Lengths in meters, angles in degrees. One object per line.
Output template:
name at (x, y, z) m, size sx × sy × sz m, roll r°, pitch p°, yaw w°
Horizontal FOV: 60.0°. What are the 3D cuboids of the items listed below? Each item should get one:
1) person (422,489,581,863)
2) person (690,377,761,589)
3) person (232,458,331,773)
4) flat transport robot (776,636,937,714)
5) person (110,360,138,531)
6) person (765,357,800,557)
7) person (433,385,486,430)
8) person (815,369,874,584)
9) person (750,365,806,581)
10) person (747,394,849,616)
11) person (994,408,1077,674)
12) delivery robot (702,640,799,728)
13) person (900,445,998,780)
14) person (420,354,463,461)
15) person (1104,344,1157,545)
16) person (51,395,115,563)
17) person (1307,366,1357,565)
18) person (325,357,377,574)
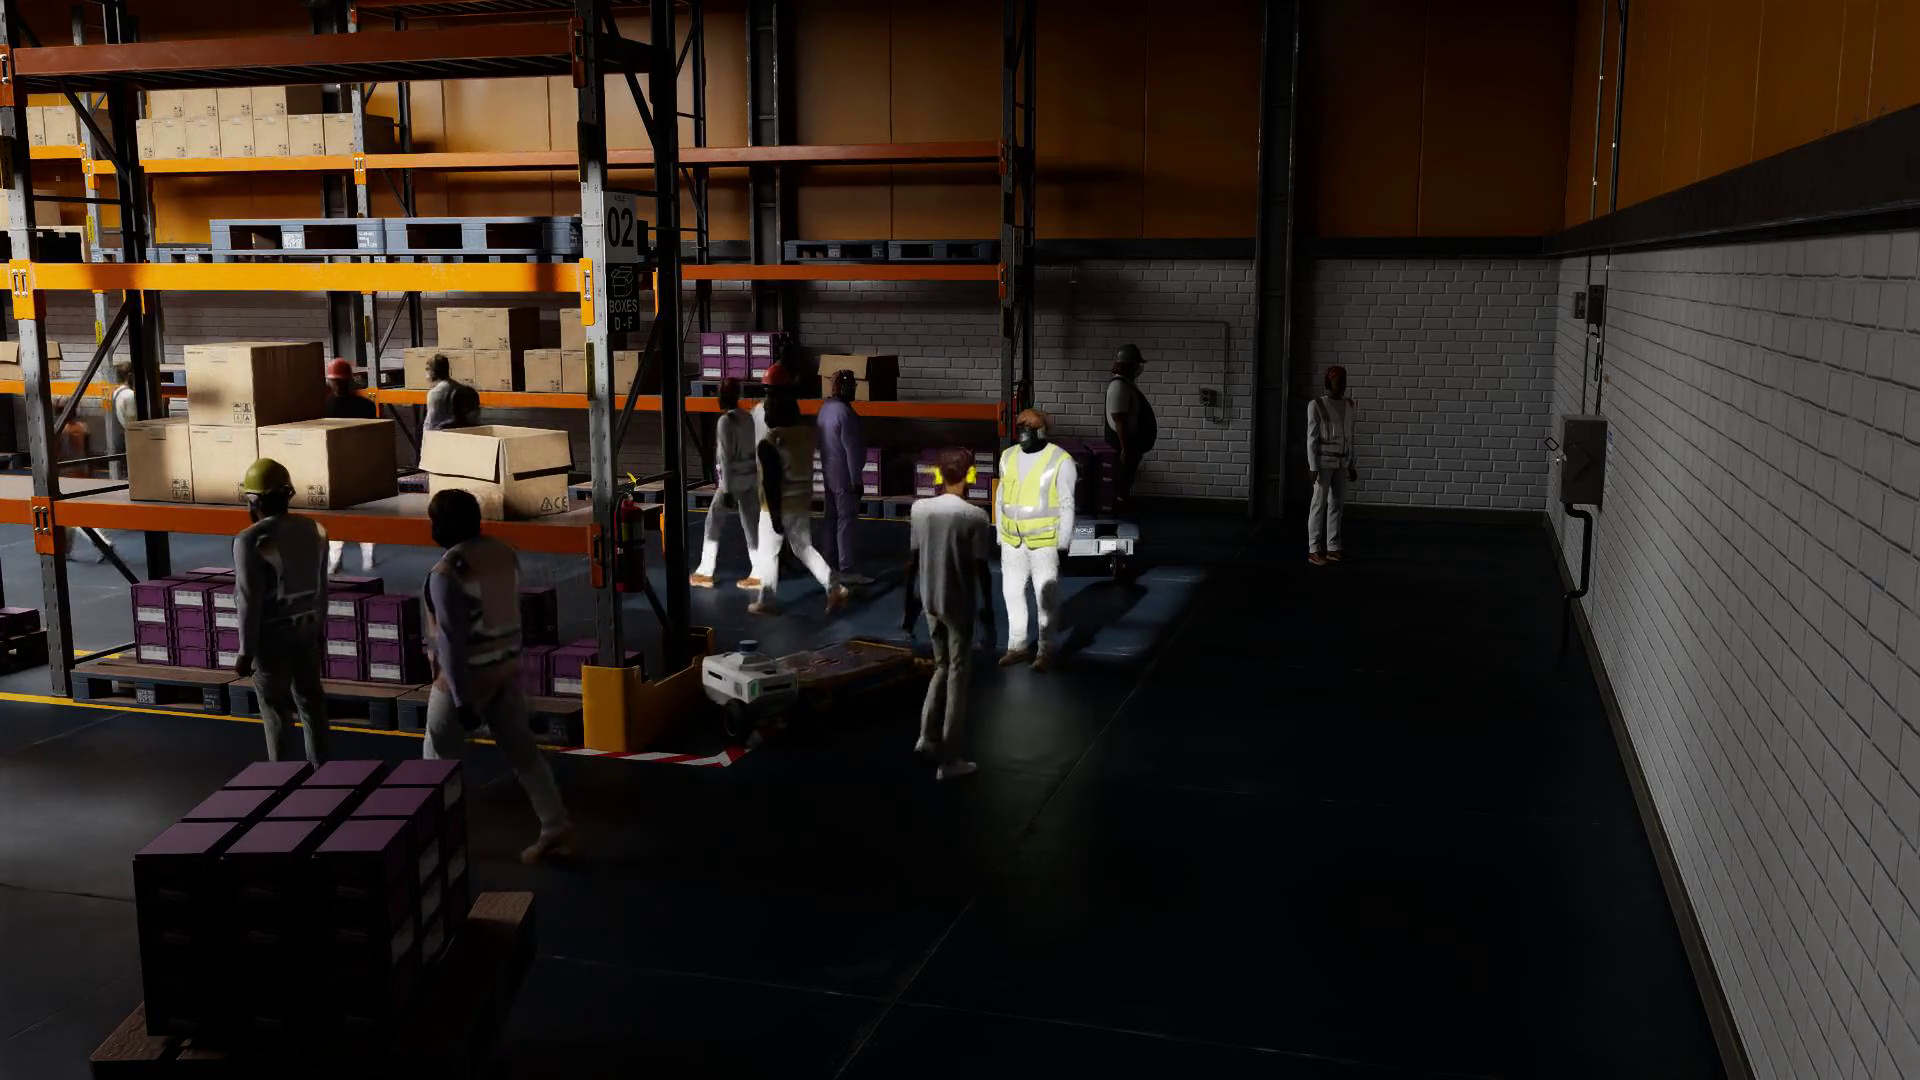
person at (-2.246, 0.651, 7.843) m, size 0.970 × 1.796 × 0.604 m, roll 4°, pitch 10°, yaw 24°
person at (-2.057, -0.491, 14.529) m, size 0.888 × 1.848 × 0.579 m, roll 4°, pitch 10°, yaw 23°
person at (-3.534, 0.486, 8.647) m, size 0.404 × 1.829 × 0.600 m, roll 4°, pitch 10°, yaw 22°
flat transport robot at (-0.828, 0.880, 10.994) m, size 0.652 × 0.197 × 1.431 m, roll 6°, pitch 11°, yaw 34°
person at (-8.777, -0.989, 17.654) m, size 0.414 × 1.826 × 0.533 m, roll -8°, pitch 12°, yaw -41°
person at (-1.703, -0.803, 16.185) m, size 0.372 × 1.940 × 0.631 m, roll -3°, pitch 10°, yaw -19°
person at (-3.770, -0.222, 12.707) m, size 0.434 × 1.923 × 0.631 m, roll 6°, pitch 11°, yaw 34°
person at (-1.023, -0.561, 14.806) m, size 0.410 × 1.909 × 0.643 m, roll -6°, pitch 11°, yaw -30°
person at (-1.656, -0.605, 14.978) m, size 0.547 × 1.938 × 0.378 m, roll 9°, pitch 13°, yaw 43°
person at (-1.319, -0.263, 13.283) m, size 0.826 × 1.815 × 0.620 m, roll 7°, pitch 11°, yaw 35°
person at (0.503, 0.004, 11.582) m, size 0.648 × 1.839 × 0.429 m, roll 6°, pitch 11°, yaw 33°
delivery robot at (-1.273, 0.847, 10.045) m, size 0.477 × 0.478 × 0.707 m, roll -6°, pitch 11°, yaw -34°
person at (-0.053, 0.401, 9.126) m, size 0.610 × 1.848 × 0.392 m, roll 6°, pitch 11°, yaw 32°
person at (-5.404, -0.945, 17.089) m, size 0.757 × 1.919 × 0.660 m, roll 1°, pitch 9°, yaw 7°
person at (1.738, -0.981, 16.959) m, size 0.538 × 2.000 × 0.681 m, roll 1°, pitch 9°, yaw 6°
person at (-8.397, -0.575, 15.767) m, size 0.764 × 1.611 × 0.526 m, roll 1°, pitch 9°, yaw 8°
person at (3.530, -0.707, 15.769) m, size 0.575 × 1.883 × 0.355 m, roll -6°, pitch 11°, yaw -31°
person at (-5.659, -0.683, 15.298) m, size 0.619 × 1.997 × 0.395 m, roll -1°, pitch 9°, yaw -7°
